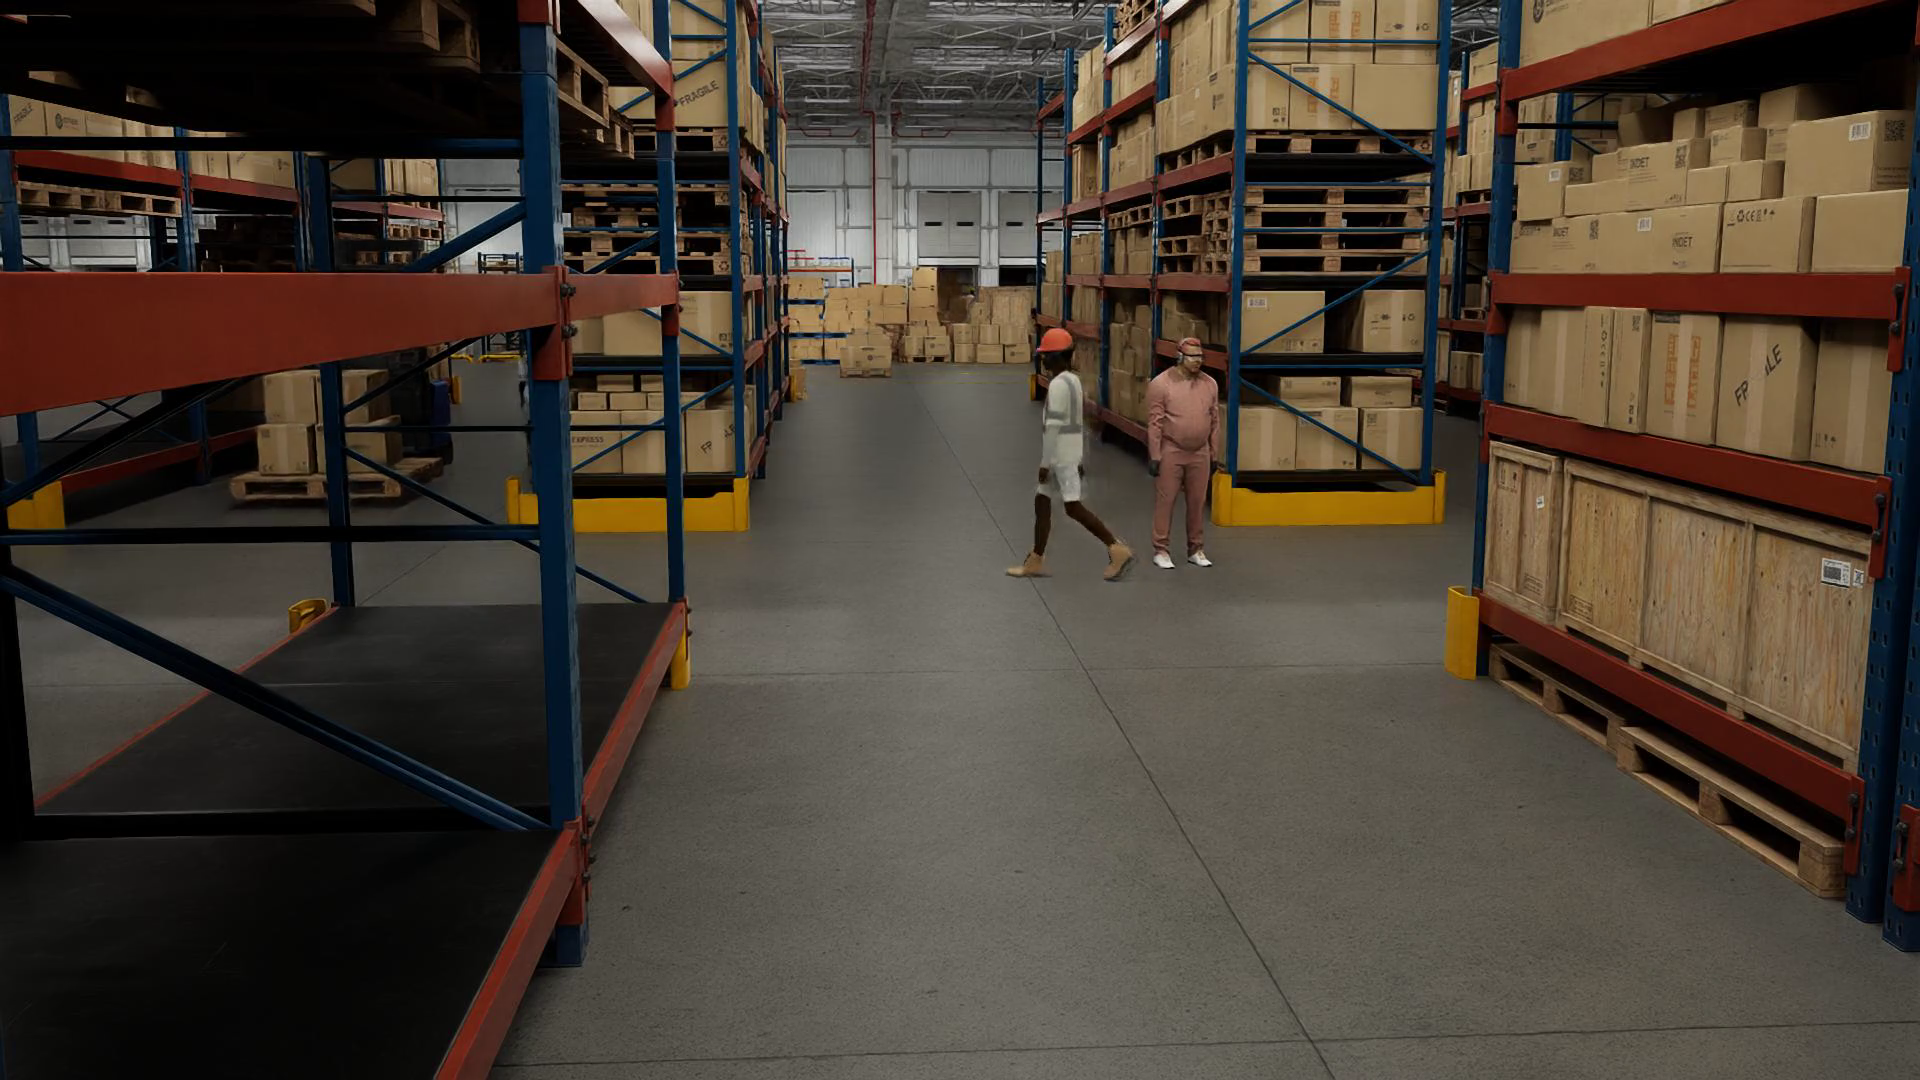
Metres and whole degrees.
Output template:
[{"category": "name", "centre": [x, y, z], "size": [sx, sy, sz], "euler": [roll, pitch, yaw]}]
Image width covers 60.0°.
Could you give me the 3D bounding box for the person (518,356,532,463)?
[{"category": "person", "centre": [-5.390, -1.813, 21.288], "size": [0.536, 1.670, 0.719], "euler": [-1, 9, -4]}]

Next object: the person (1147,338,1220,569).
[{"category": "person", "centre": [1.854, -0.708, 13.663], "size": [0.647, 1.900, 0.400], "euler": [-3, 9, -18]}]

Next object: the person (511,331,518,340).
[{"category": "person", "centre": [-16.683, -8.491, 62.072], "size": [0.535, 2.000, 0.687], "euler": [0, 9, -3]}]

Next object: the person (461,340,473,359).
[{"category": "person", "centre": [-14.274, -6.152, 47.885], "size": [0.575, 1.882, 0.361], "euler": [-9, 13, -44]}]

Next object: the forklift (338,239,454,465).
[{"category": "forklift", "centre": [-6.887, -2.212, 20.022], "size": [1.129, 2.768, 1.873], "euler": [-1, 9, -4]}]

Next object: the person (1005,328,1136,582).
[{"category": "person", "centre": [0.889, -0.662, 13.058], "size": [1.007, 2.002, 0.622], "euler": [2, 9, 10]}]

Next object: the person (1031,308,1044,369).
[{"category": "person", "centre": [1.867, -4.453, 37.845], "size": [0.527, 1.674, 0.556], "euler": [-2, 9, -10]}]

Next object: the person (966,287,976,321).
[{"category": "person", "centre": [0.520, -9.878, 71.273], "size": [0.824, 1.891, 0.607], "euler": [-4, 10, -25]}]
